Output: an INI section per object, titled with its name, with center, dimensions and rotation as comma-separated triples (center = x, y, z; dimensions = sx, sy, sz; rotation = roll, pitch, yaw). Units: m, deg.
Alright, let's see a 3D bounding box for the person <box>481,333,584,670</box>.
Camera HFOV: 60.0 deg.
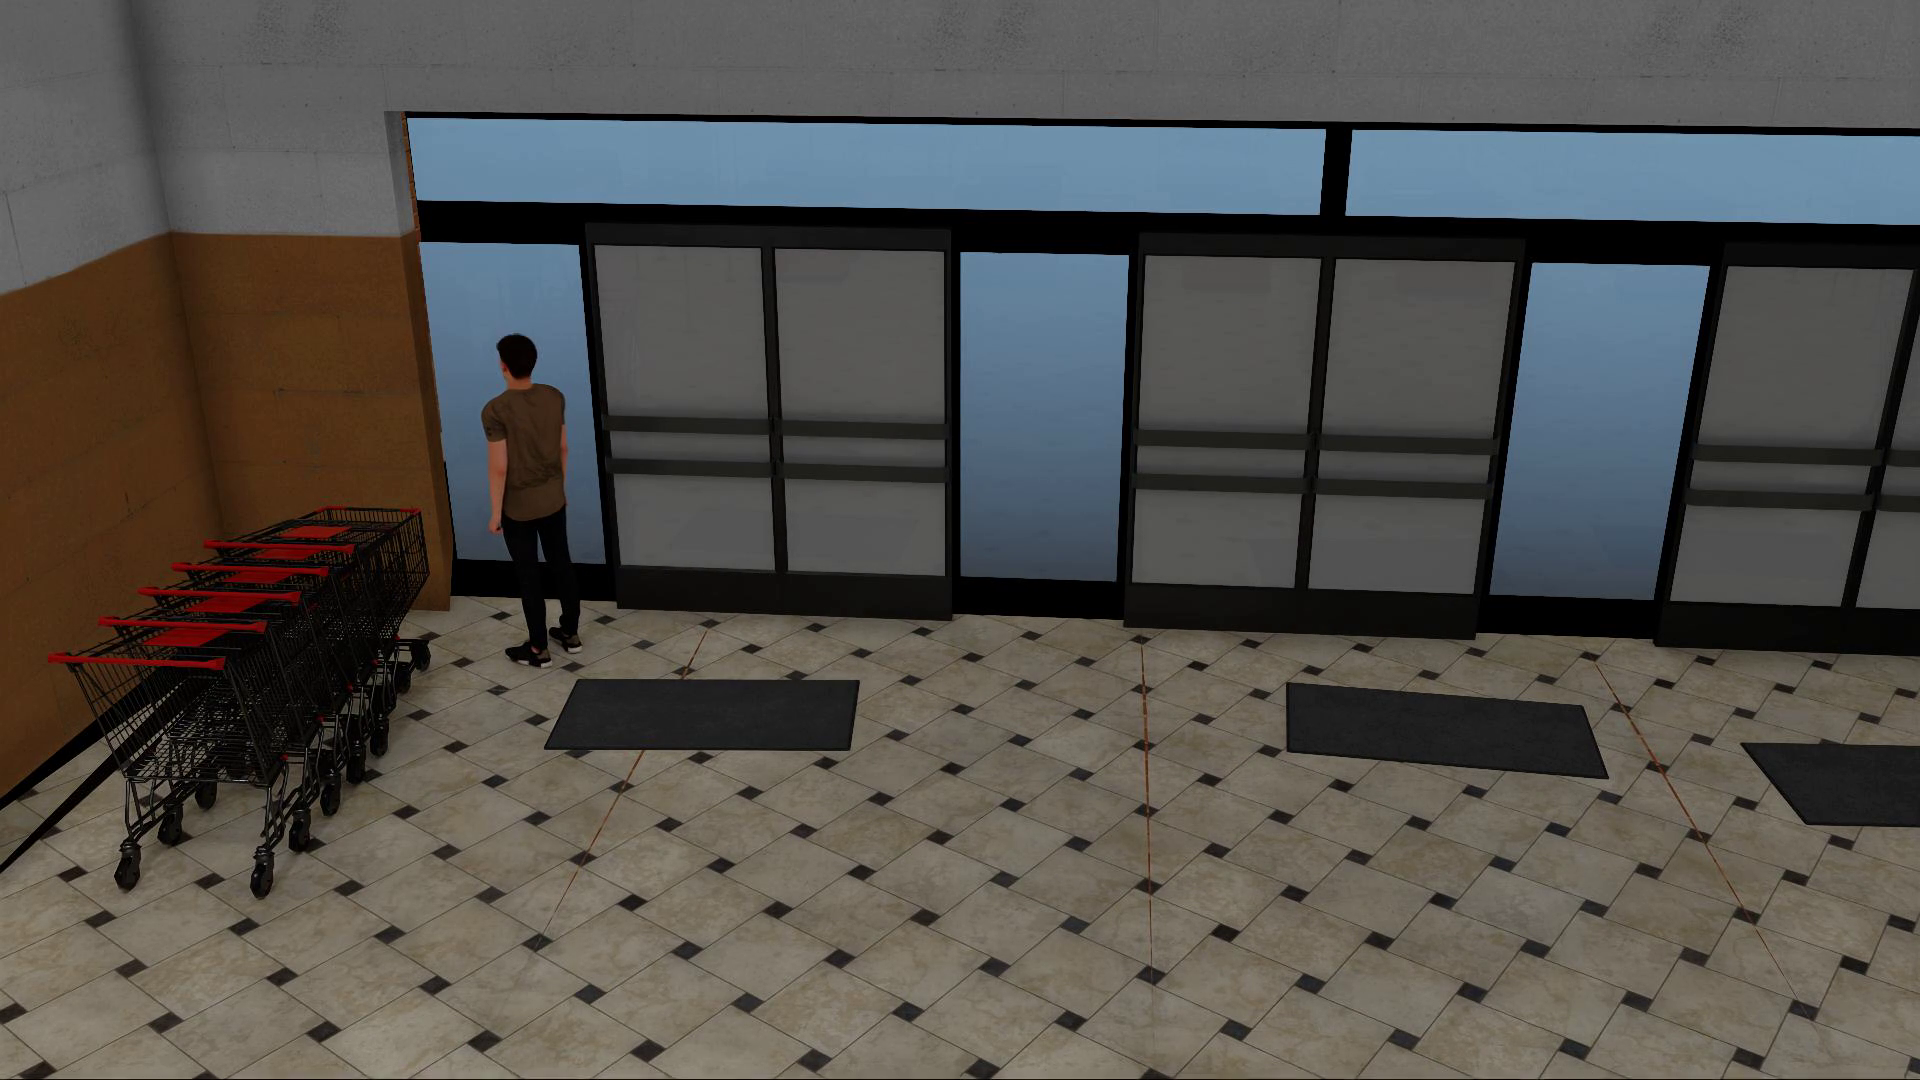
[person]
center = -2.301, -0.213, 8.961
dimensions = 0.808, 1.852, 0.701
rotation = 16, 27, 35
